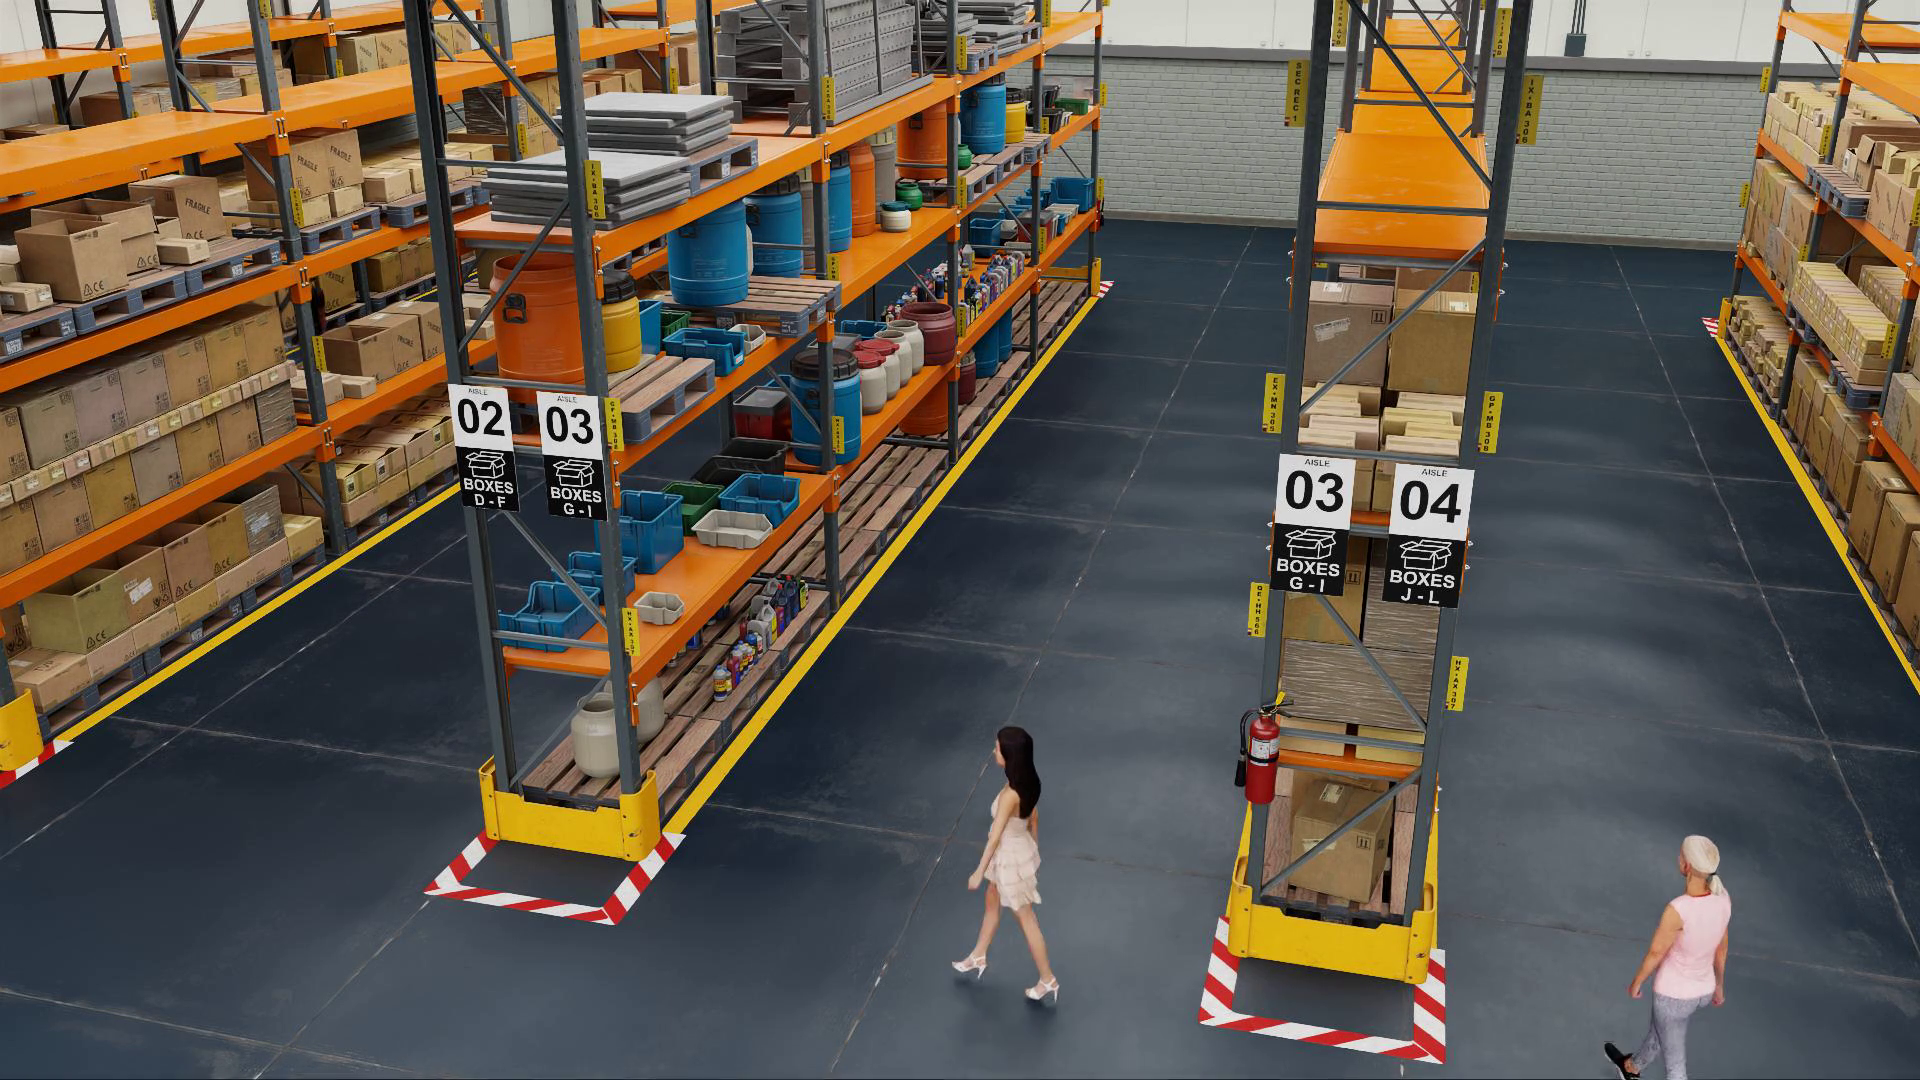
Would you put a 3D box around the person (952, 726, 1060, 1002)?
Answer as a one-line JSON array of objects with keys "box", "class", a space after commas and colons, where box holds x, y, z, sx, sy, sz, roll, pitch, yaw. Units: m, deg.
[{"box": [0.397, 1.866, 9.319, 0.674, 1.705, 0.827, 7, 23, 15], "class": "person"}]

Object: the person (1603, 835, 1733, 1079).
[{"box": [3.654, 2.296, 8.274, 0.914, 1.700, 1.031, -9, 24, -21], "class": "person"}]
